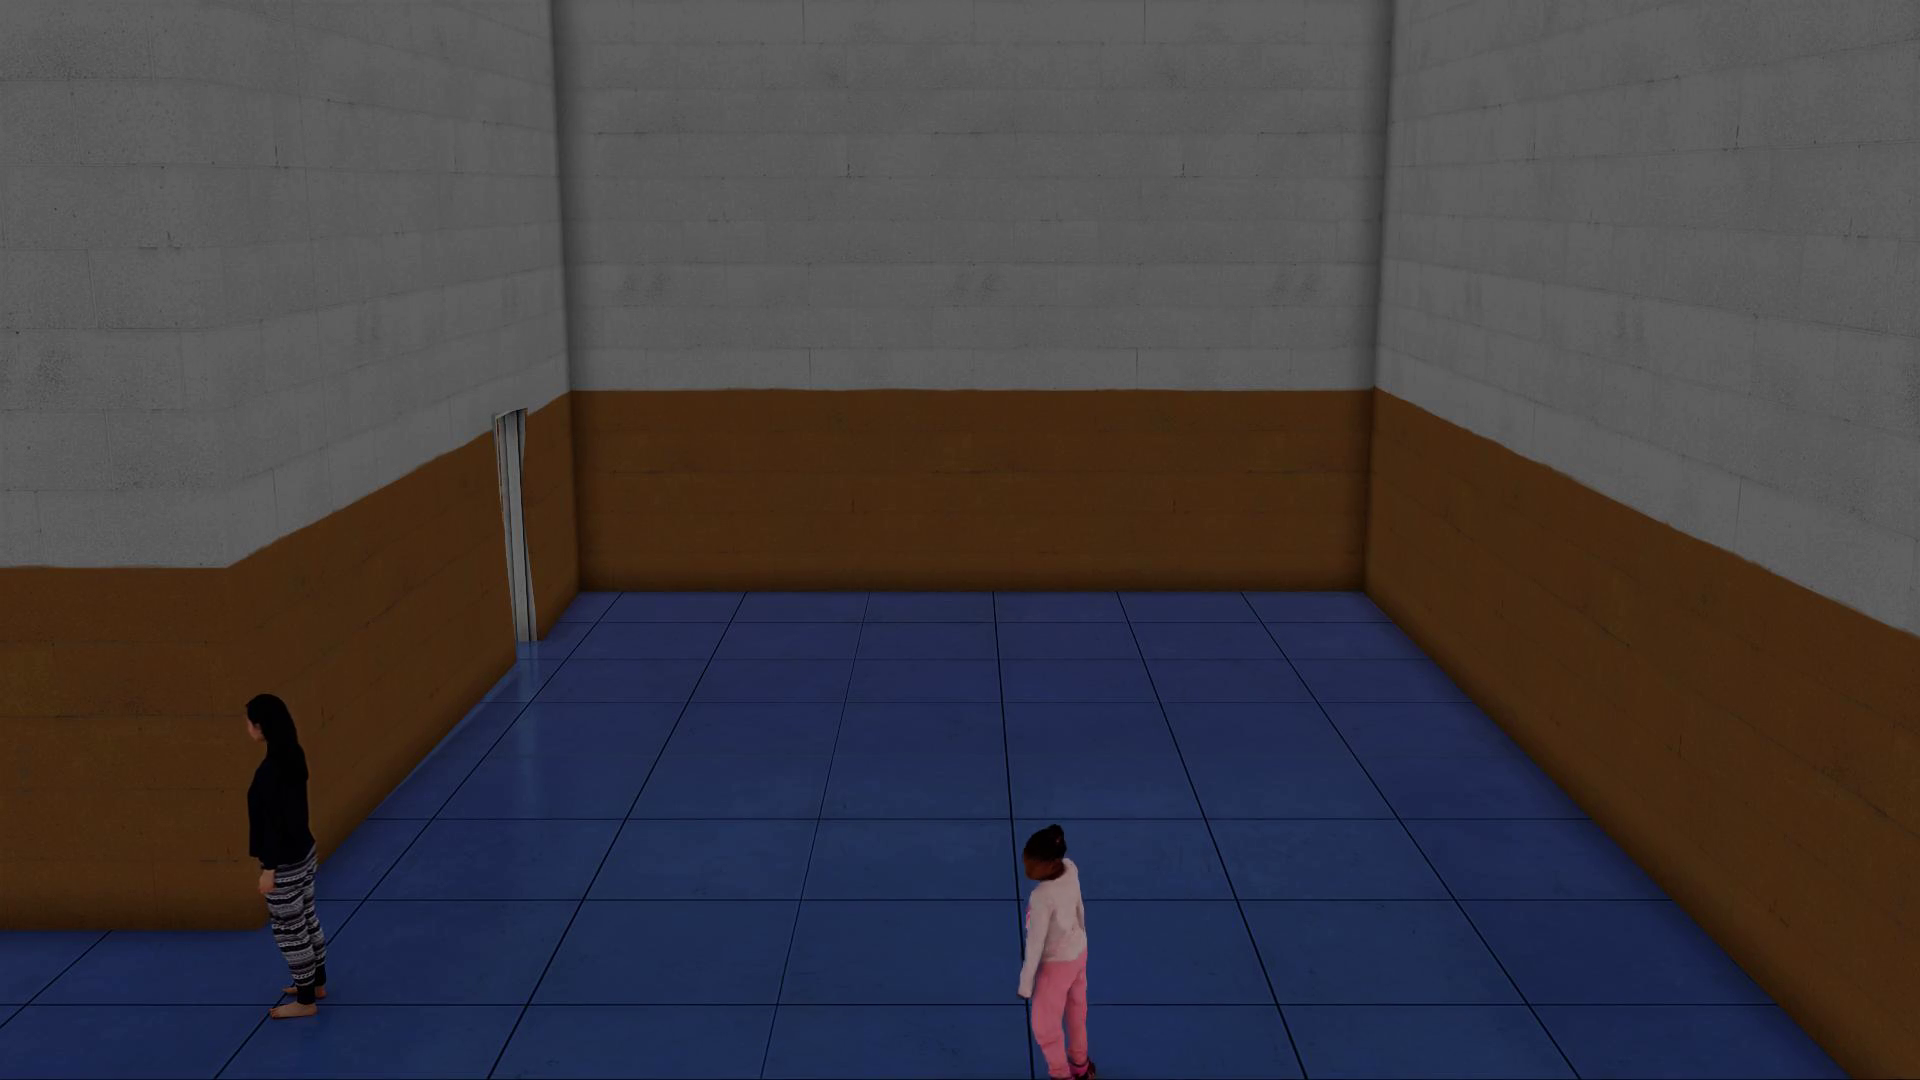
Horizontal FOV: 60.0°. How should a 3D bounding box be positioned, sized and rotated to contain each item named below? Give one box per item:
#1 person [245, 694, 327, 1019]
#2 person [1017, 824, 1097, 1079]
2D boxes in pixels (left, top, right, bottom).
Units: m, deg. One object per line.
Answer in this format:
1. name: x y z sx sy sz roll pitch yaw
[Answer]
1. person: -3.498 1.630 8.650 0.500 1.730 0.602 0 12 -1
2. person: 0.511 1.958 7.826 0.760 1.429 0.733 -11 16 -43
